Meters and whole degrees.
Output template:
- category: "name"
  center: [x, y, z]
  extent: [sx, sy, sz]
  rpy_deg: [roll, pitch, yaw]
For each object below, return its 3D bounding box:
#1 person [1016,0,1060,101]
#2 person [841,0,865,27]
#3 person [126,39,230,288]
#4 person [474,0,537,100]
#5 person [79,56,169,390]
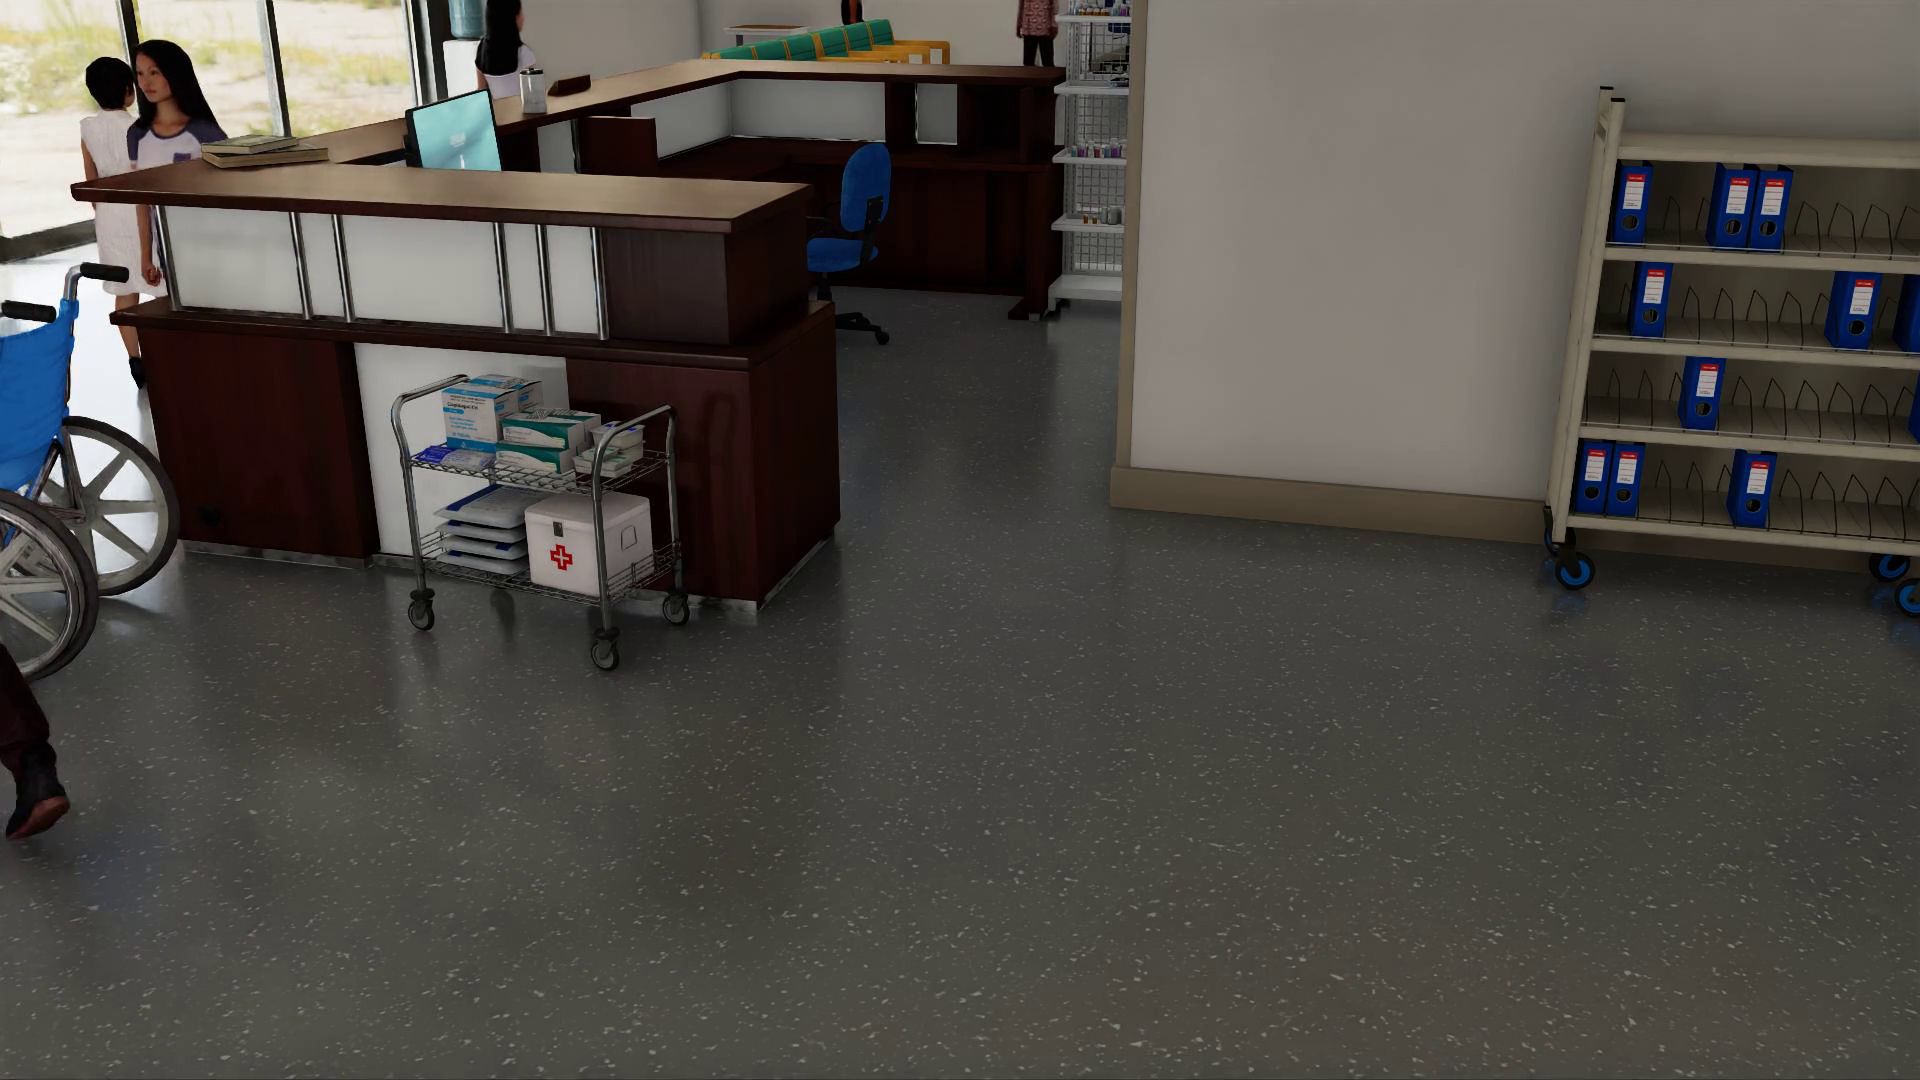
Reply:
- category: "person"
  center: [0.931, -6.036, 19.546]
  extent: [0.636, 1.803, 0.831]
  rpy_deg: [11, 24, 28]
- category: "person"
  center: [-1.204, -5.859, 19.281]
  extent: [0.607, 1.660, 0.632]
  rpy_deg: [-1, 21, -2]
- category: "person"
  center: [-3.196, -1.228, 7.052]
  extent: [1.048, 1.662, 0.641]
  rpy_deg: [5, 21, 12]
- category: "person"
  center: [-2.522, -2.202, 9.466]
  extent: [0.613, 1.773, 0.741]
  rpy_deg: [9, 22, 22]
- category: "person"
  center: [-3.919, -1.497, 7.912]
  extent: [0.518, 1.556, 0.663]
  rpy_deg: [1, 21, 3]
